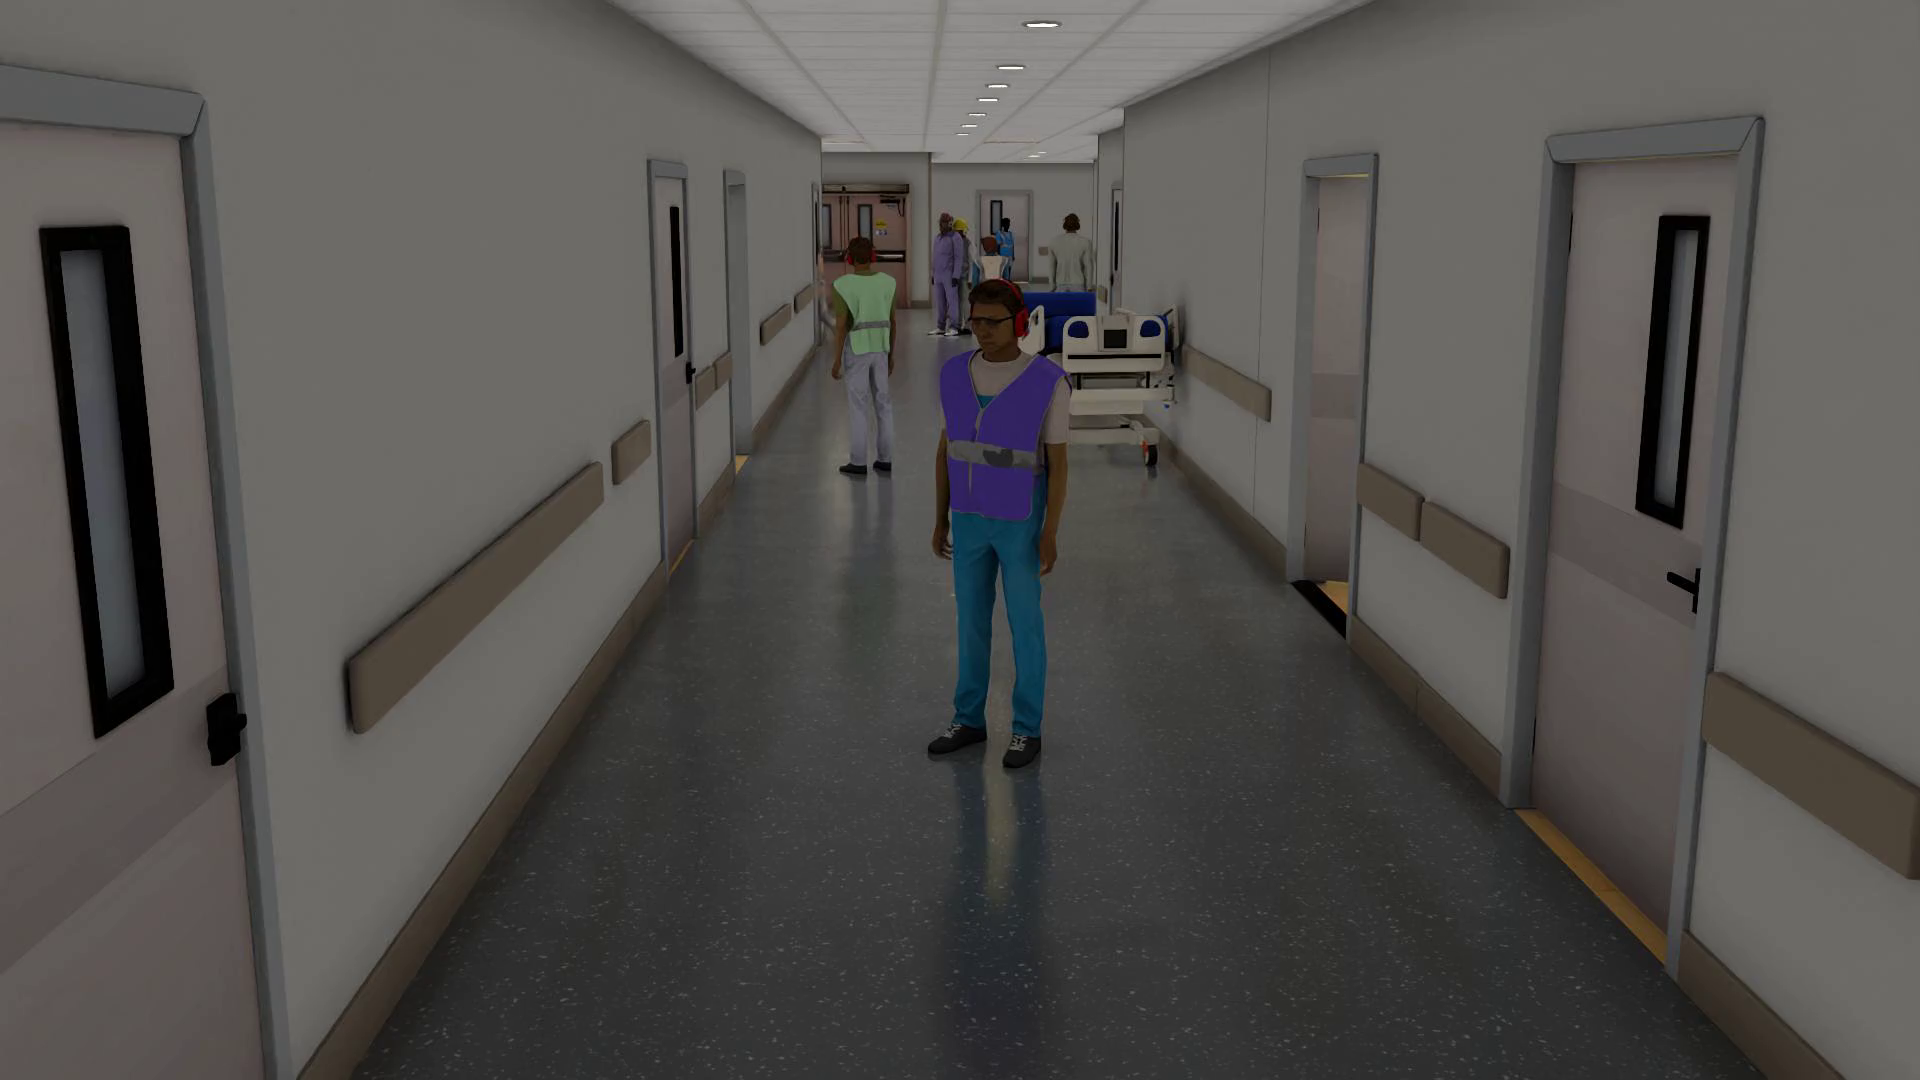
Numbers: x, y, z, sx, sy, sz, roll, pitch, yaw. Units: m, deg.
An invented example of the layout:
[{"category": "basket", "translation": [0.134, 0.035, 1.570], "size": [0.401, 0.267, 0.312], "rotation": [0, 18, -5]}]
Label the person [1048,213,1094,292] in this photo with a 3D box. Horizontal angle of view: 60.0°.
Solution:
[{"category": "person", "translation": [1.495, -3.412, 22.370], "size": [0.635, 1.939, 0.366], "rotation": [5, 12, 21]}]

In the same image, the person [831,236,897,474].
[{"category": "person", "translation": [-0.736, -1.427, 12.940], "size": [0.565, 1.841, 0.396], "rotation": [-8, 14, -34]}]

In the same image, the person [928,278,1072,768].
[{"category": "person", "translation": [0.153, -0.067, 6.318], "size": [0.565, 1.840, 0.390], "rotation": [7, 14, 31]}]

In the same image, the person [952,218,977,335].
[{"category": "person", "translation": [0.014, -4.144, 26.232], "size": [0.403, 1.824, 0.595], "rotation": [-8, 14, -35]}]

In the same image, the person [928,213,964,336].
[{"category": "person", "translation": [-0.235, -4.155, 26.060], "size": [0.411, 1.913, 0.643], "rotation": [-10, 15, -40]}]

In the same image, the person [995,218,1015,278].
[{"category": "person", "translation": [1.044, -6.526, 38.136], "size": [0.535, 1.697, 0.318], "rotation": [-9, 15, -38]}]

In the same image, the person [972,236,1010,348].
[{"category": "person", "translation": [0.413, -3.227, 22.206], "size": [0.515, 1.639, 0.315], "rotation": [-1, 12, -6]}]
